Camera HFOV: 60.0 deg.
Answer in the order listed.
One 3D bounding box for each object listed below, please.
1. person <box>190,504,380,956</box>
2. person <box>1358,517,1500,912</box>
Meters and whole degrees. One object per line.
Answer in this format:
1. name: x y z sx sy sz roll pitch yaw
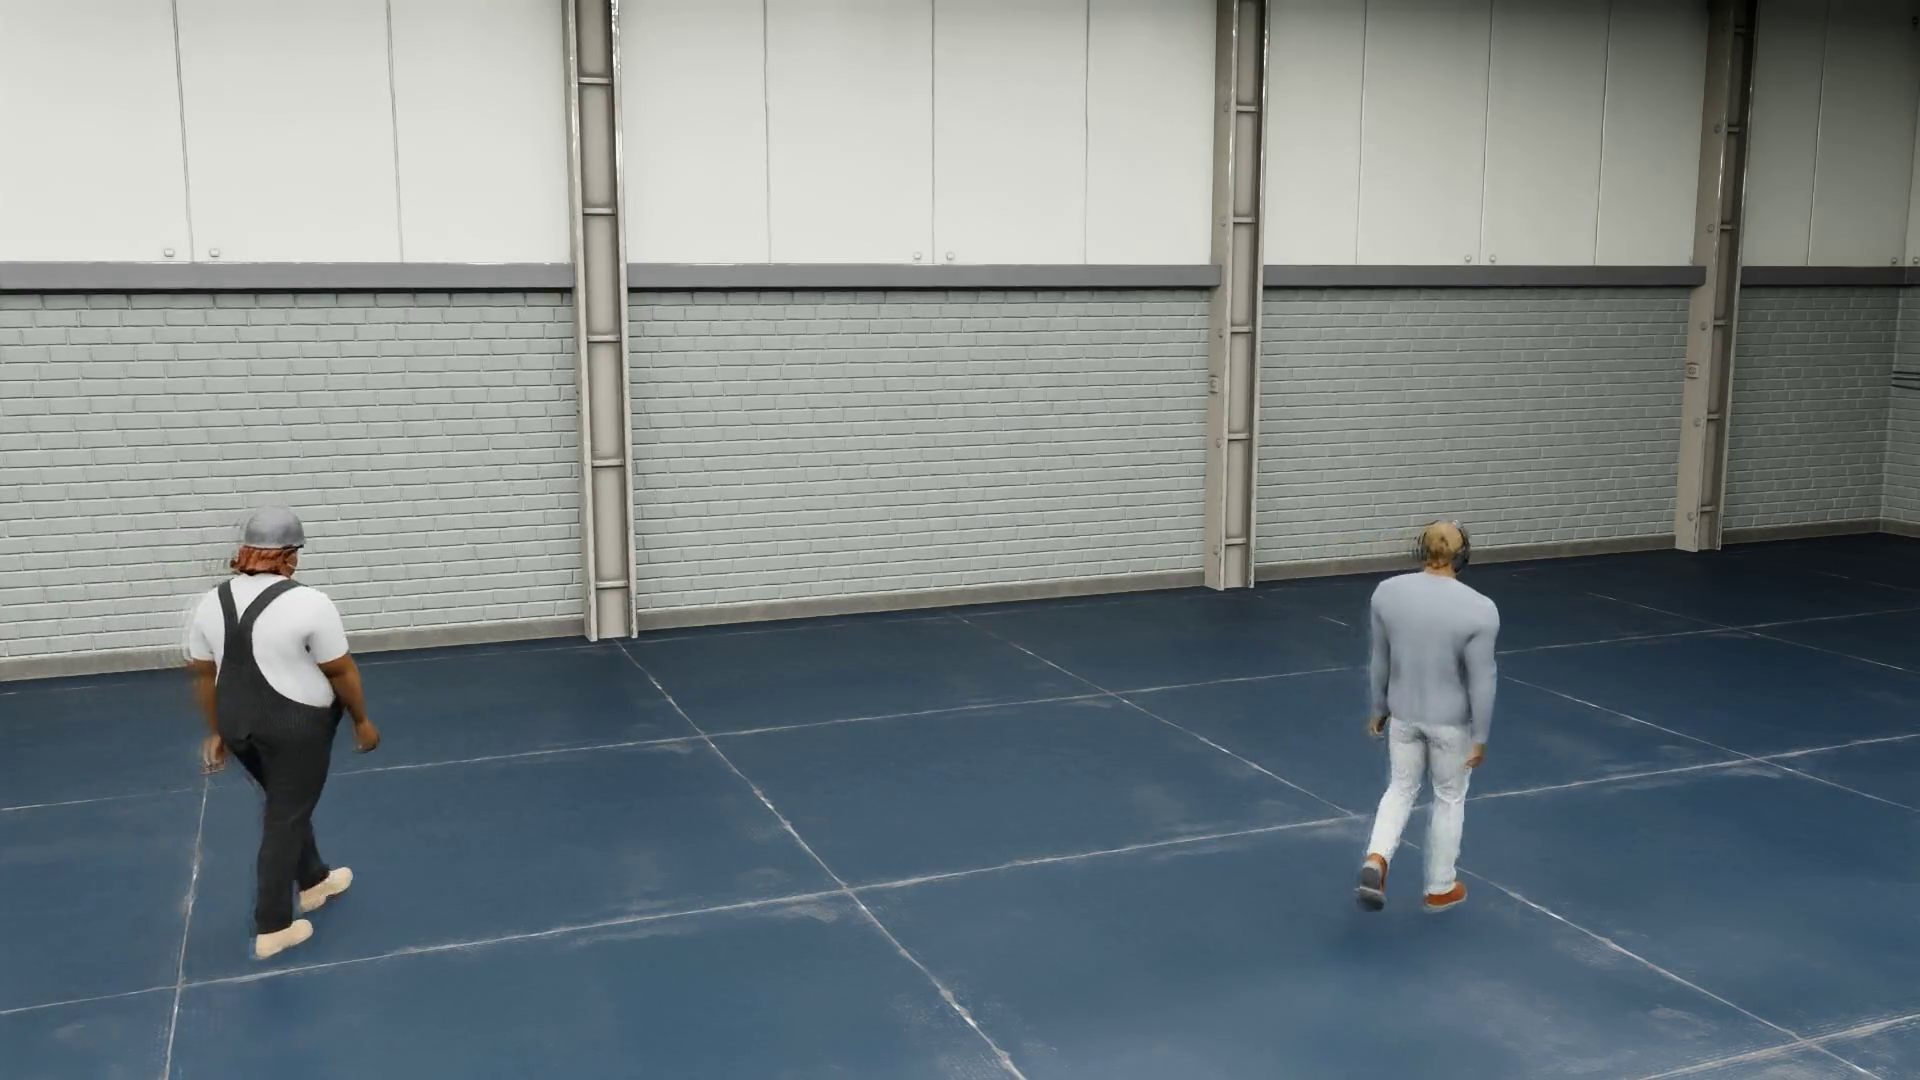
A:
1. person: -3.029 0.804 7.666 0.693 2.000 0.912 4 10 22
2. person: 2.179 0.847 7.786 0.637 1.917 0.671 8 12 40
